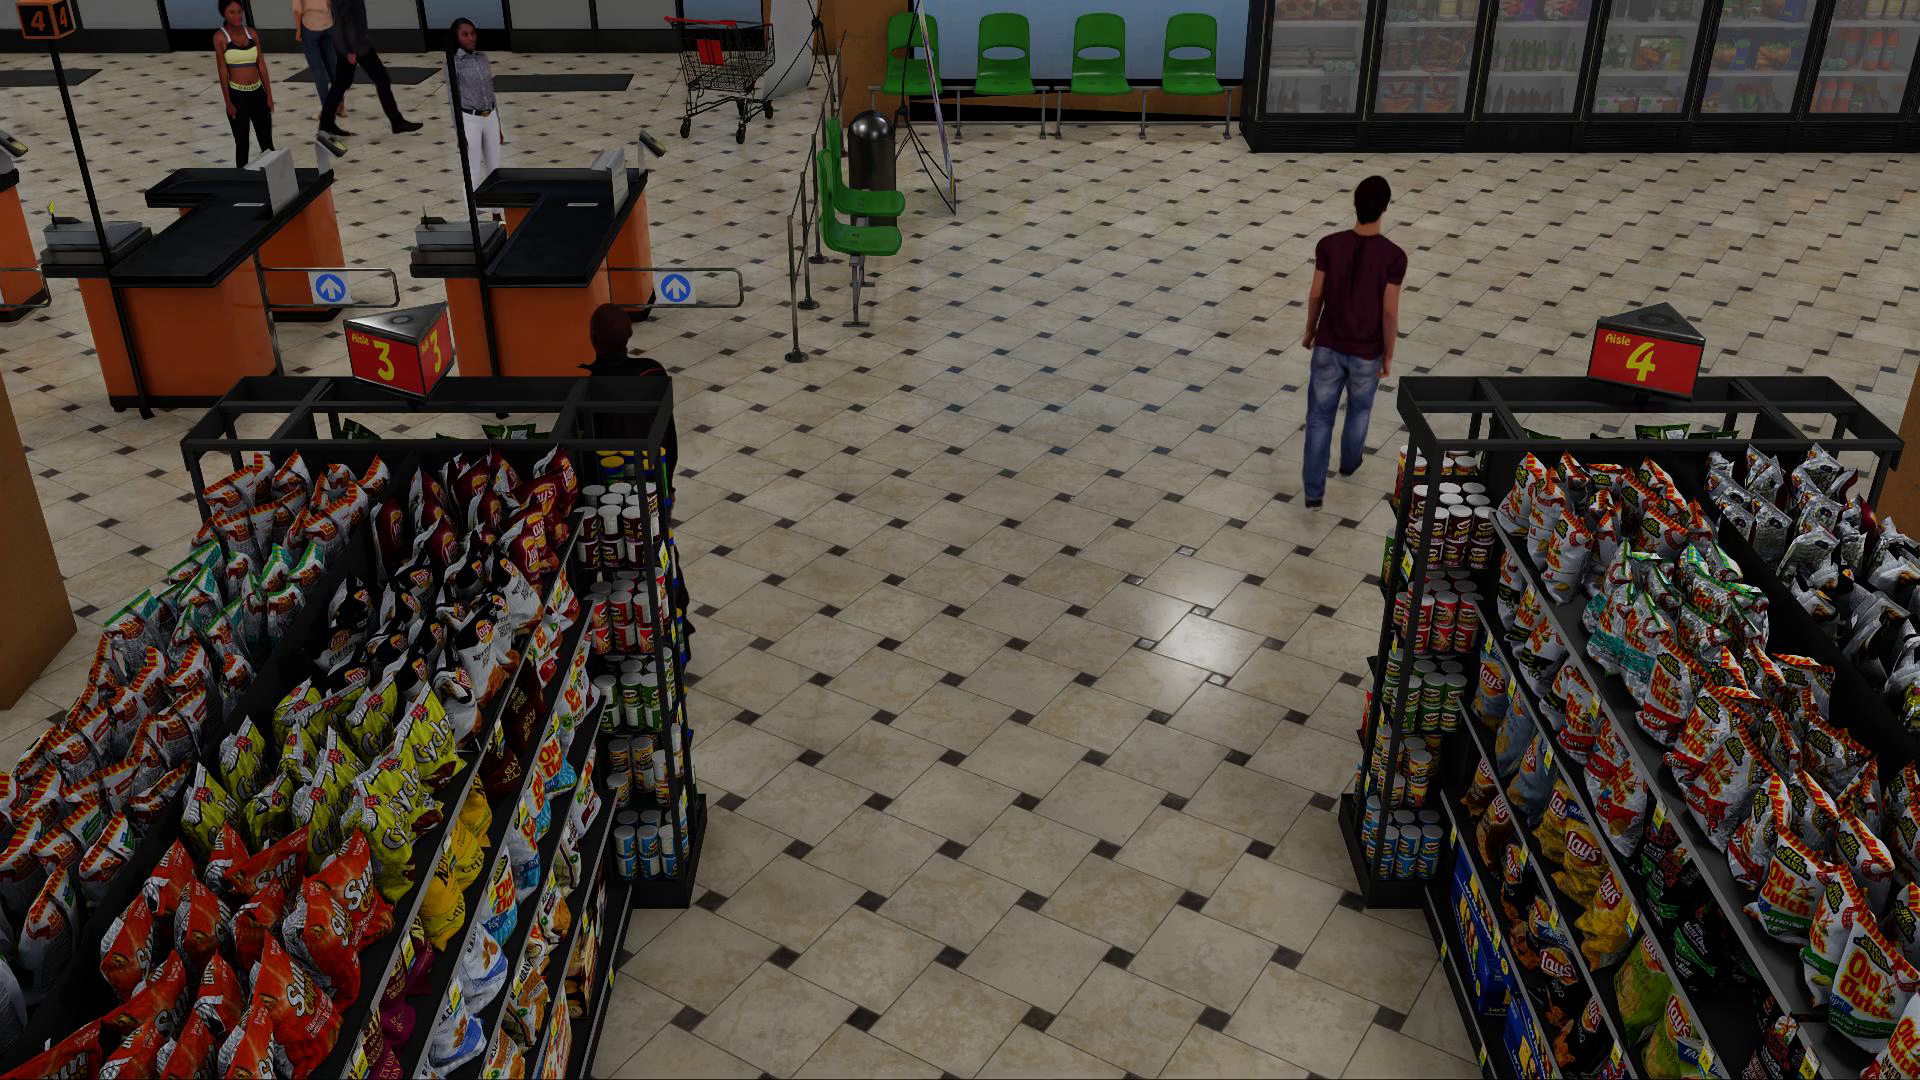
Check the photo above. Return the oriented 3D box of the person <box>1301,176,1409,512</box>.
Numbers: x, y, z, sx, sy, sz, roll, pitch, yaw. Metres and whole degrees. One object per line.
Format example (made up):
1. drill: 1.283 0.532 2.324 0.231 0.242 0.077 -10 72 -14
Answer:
1. person: 2.076 -1.001 8.996 0.942 1.807 1.266 10 30 17

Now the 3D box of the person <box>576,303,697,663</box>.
1. person: -1.488 -0.205 7.519 0.841 1.825 0.772 23 36 36

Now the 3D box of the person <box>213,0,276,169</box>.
1. person: -6.006 -3.698 13.995 0.644 1.750 0.702 -25 37 -38

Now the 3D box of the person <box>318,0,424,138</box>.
1. person: -5.839 -4.692 15.769 1.181 1.794 1.251 -16 33 -27

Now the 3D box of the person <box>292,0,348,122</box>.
1. person: -6.371 -5.067 16.458 0.730 1.792 0.627 17 33 28

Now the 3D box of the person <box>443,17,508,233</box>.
1. person: -3.847 -3.278 13.252 0.733 1.725 0.651 21 35 33
